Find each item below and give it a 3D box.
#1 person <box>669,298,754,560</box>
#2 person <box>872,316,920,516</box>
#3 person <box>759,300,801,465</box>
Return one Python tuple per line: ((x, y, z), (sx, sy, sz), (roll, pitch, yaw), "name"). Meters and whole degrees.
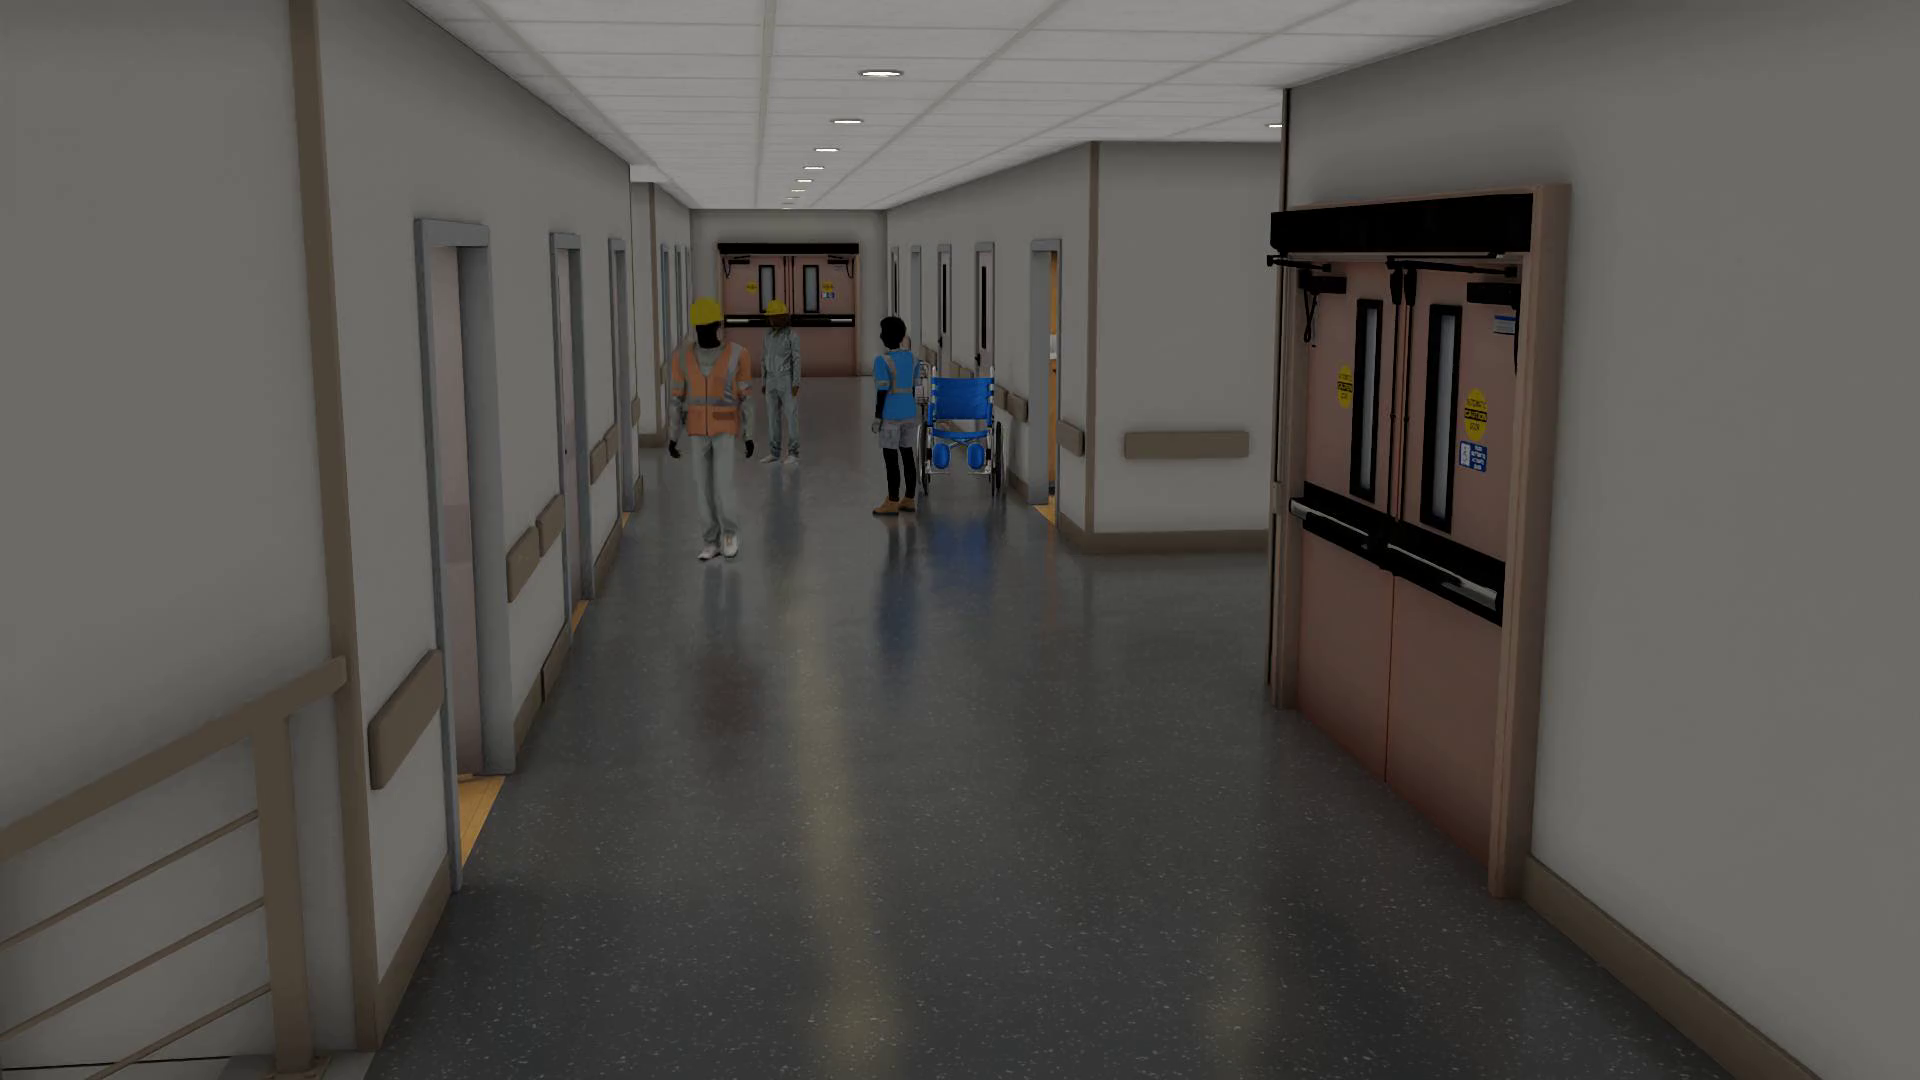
((-1.801, -0.792, 12.038), (0.606, 1.901, 0.428), (2, 10, 10), "person")
((-0.555, -1.054, 14.170), (0.319, 1.698, 0.532), (7, 12, 35), "person")
((-1.906, -1.660, 17.568), (0.490, 1.741, 0.322), (6, 12, 32), "person")
